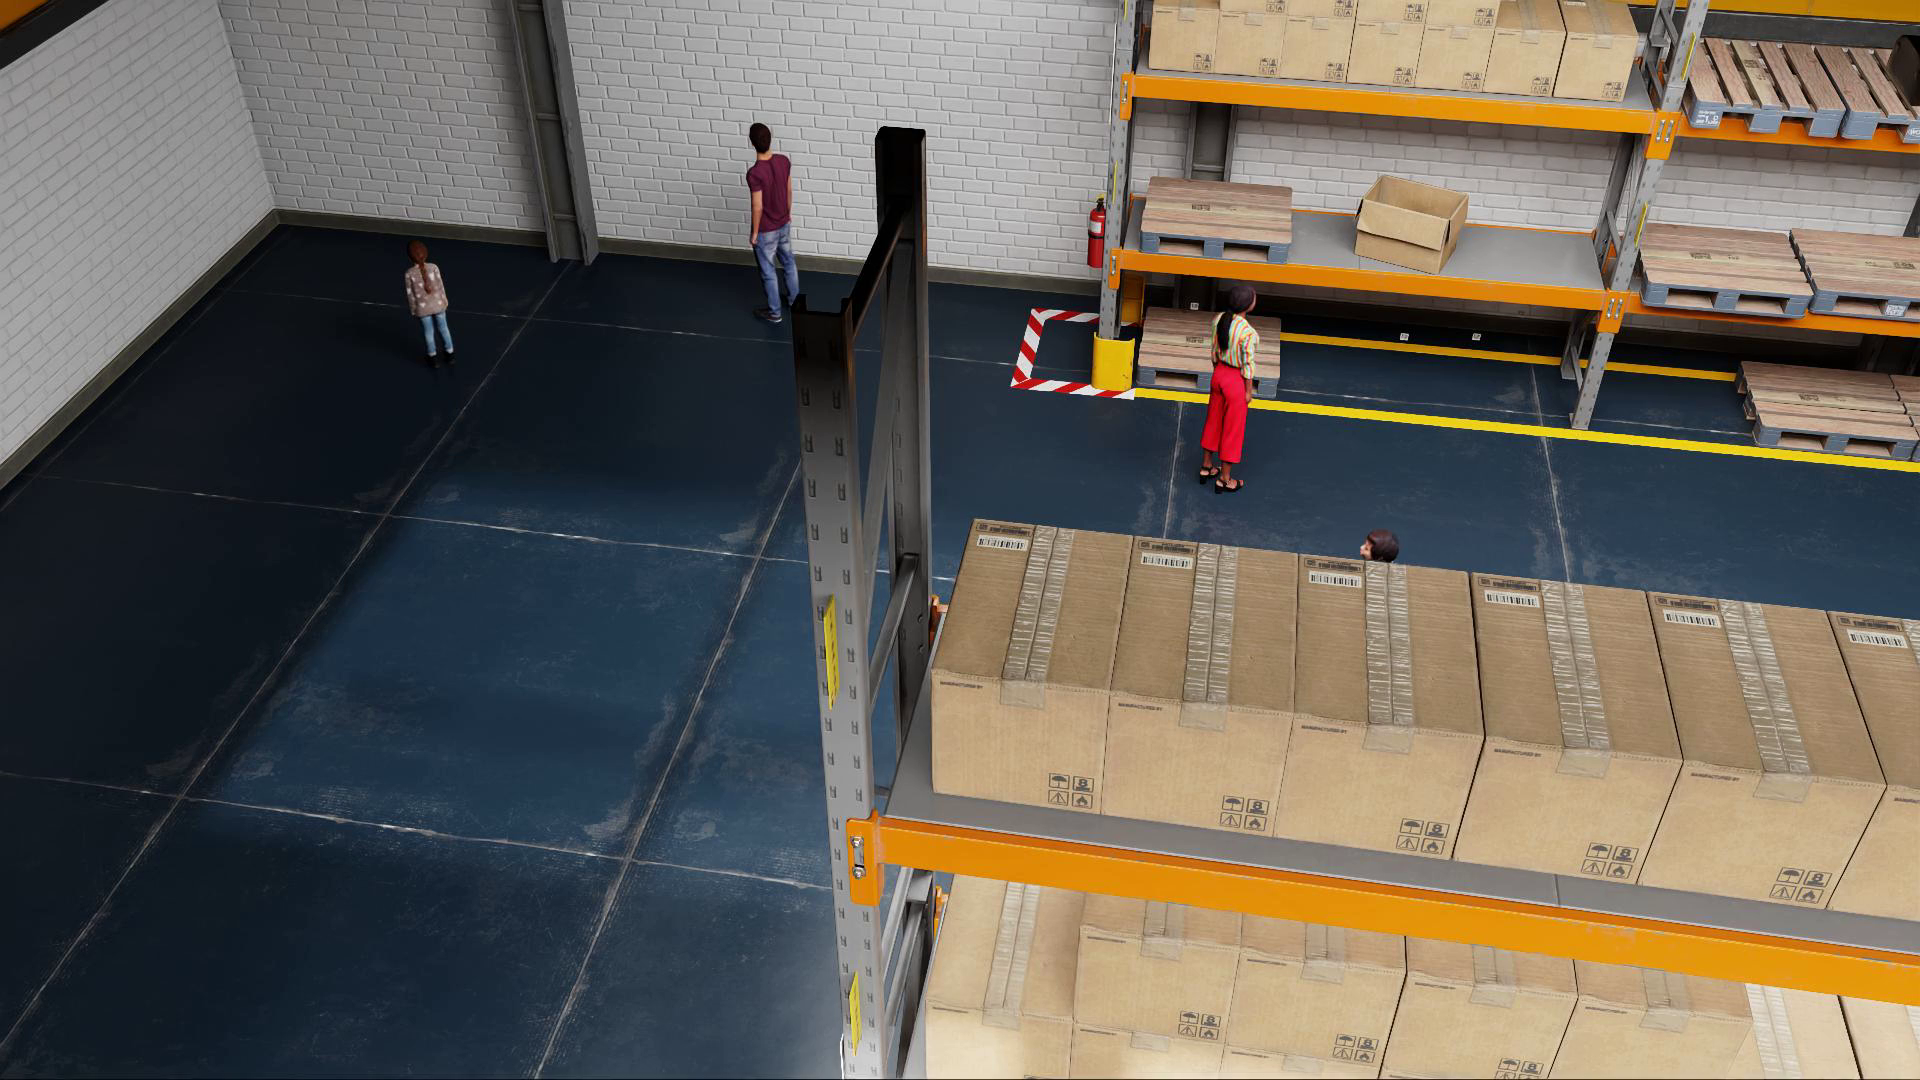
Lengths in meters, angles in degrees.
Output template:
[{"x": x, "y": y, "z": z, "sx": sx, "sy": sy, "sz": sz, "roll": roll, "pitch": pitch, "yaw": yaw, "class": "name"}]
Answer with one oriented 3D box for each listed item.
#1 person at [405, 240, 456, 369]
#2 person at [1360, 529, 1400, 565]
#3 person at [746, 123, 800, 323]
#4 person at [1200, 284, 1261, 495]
[{"x": -4.567, "y": -2.034, "z": 14.318, "sx": 0.535, "sy": 1.193, "sz": 0.611, "roll": -16, "pitch": 41, "yaw": -19, "class": "person"}, {"x": 2.725, "y": 0.572, "z": 10.790, "sx": 1.068, "sy": 1.523, "sz": 0.656, "roll": 11, "pitch": 40, "yaw": 13, "class": "person"}, {"x": -1.671, "y": -2.820, "z": 14.776, "sx": 0.738, "sy": 1.850, "sz": 0.740, "roll": 28, "pitch": 46, "yaw": 30, "class": "person"}, {"x": 2.066, "y": -1.163, "z": 12.747, "sx": 0.735, "sy": 1.792, "sz": 0.675, "roll": -24, "pitch": 44, "yaw": -27, "class": "person"}]
